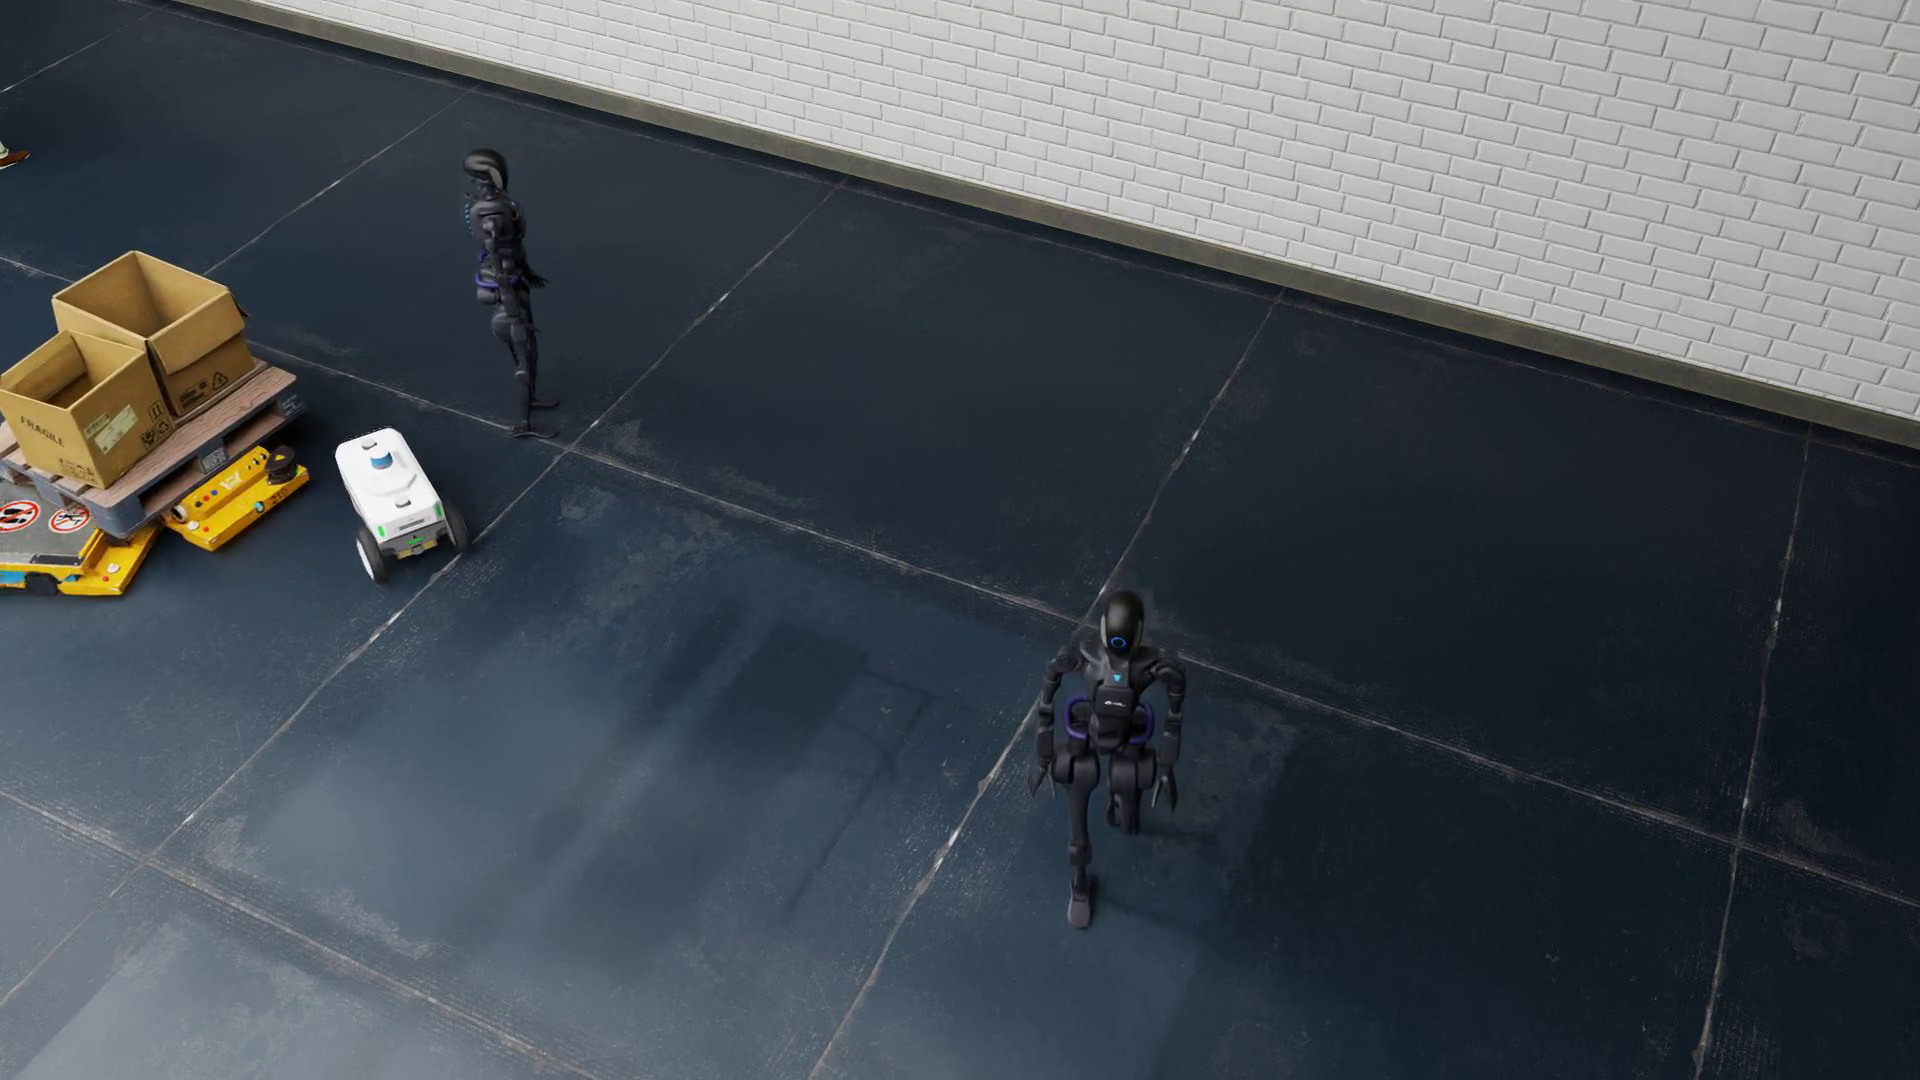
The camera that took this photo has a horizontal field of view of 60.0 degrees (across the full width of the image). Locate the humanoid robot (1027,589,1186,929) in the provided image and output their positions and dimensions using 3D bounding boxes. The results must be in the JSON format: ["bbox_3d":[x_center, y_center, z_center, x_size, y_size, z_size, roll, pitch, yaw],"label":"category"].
[{"bbox_3d":[0.556,0.765,6.400,0.586,1.637,0.589,3,43,3],"label":"humanoid robot"}]

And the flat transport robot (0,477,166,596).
[{"bbox_3d":[-4.756,-0.037,8.295,1.431,0.231,0.659,3,43,3],"label":"flat transport robot"}]

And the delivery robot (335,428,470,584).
[{"bbox_3d":[-2.806,-0.189,8.263,0.499,0.614,0.802,-23,48,-23],"label":"delivery robot"}]

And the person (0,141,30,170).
[{"bbox_3d":[-6.505,-3.146,10.644,0.499,1.633,0.288,12,44,13],"label":"person"}]

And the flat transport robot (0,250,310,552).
[{"bbox_3d":[-4.176,-0.434,8.723,1.431,0.231,0.659,22,47,22],"label":"flat transport robot"}]

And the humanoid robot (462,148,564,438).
[{"bbox_3d":[-2.307,-1.285,8.597,0.319,1.653,0.597,-4,43,-5],"label":"humanoid robot"}]
